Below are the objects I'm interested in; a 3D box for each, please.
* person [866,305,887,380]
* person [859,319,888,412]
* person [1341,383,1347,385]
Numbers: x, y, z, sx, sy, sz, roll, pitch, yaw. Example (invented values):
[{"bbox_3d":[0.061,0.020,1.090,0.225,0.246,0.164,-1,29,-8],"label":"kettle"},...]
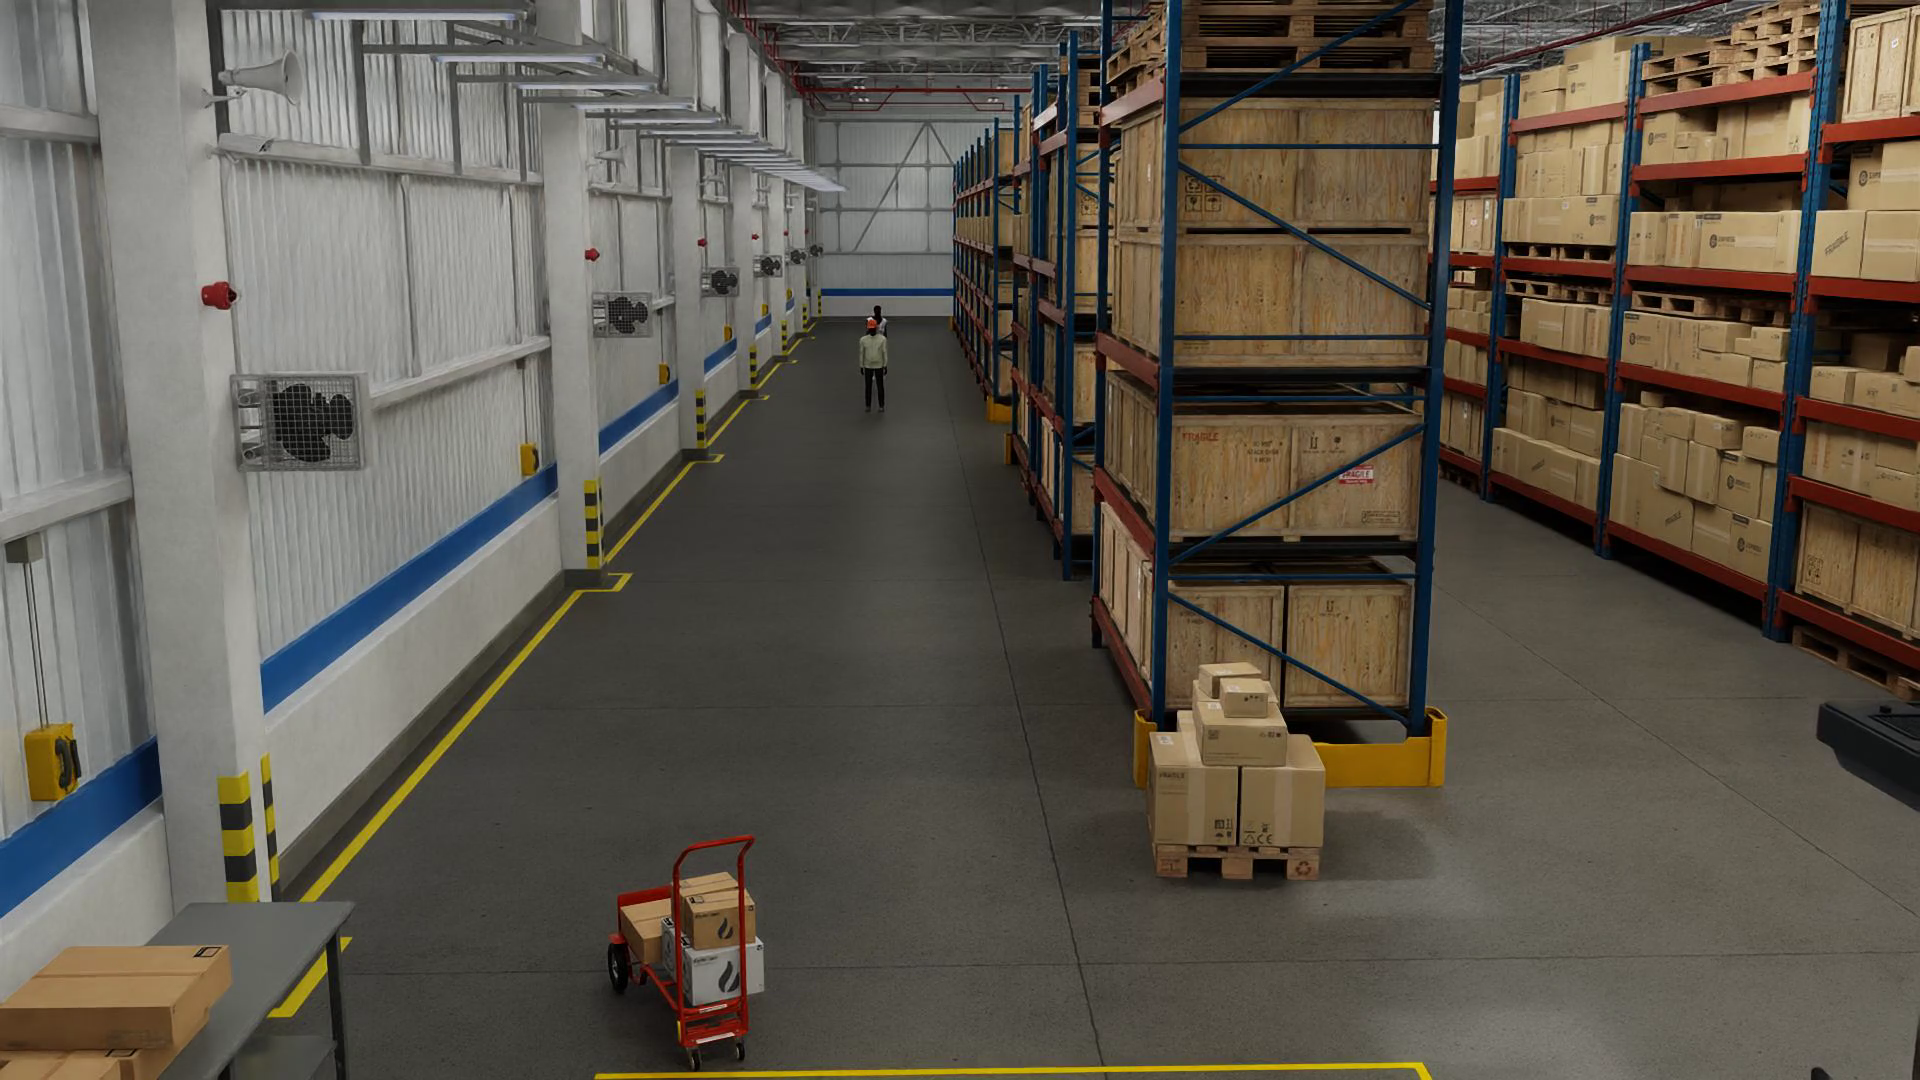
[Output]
[{"bbox_3d":[-2.145,-5.086,42.856,0.588,1.910,0.395,-6,12,-28],"label":"person"},{"bbox_3d":[-1.849,-3.725,35.571,0.618,1.989,0.401,0,11,2],"label":"person"},{"bbox_3d":[7.370,-3.094,32.789,0.569,1.795,0.961,-9,14,-39],"label":"person"}]
